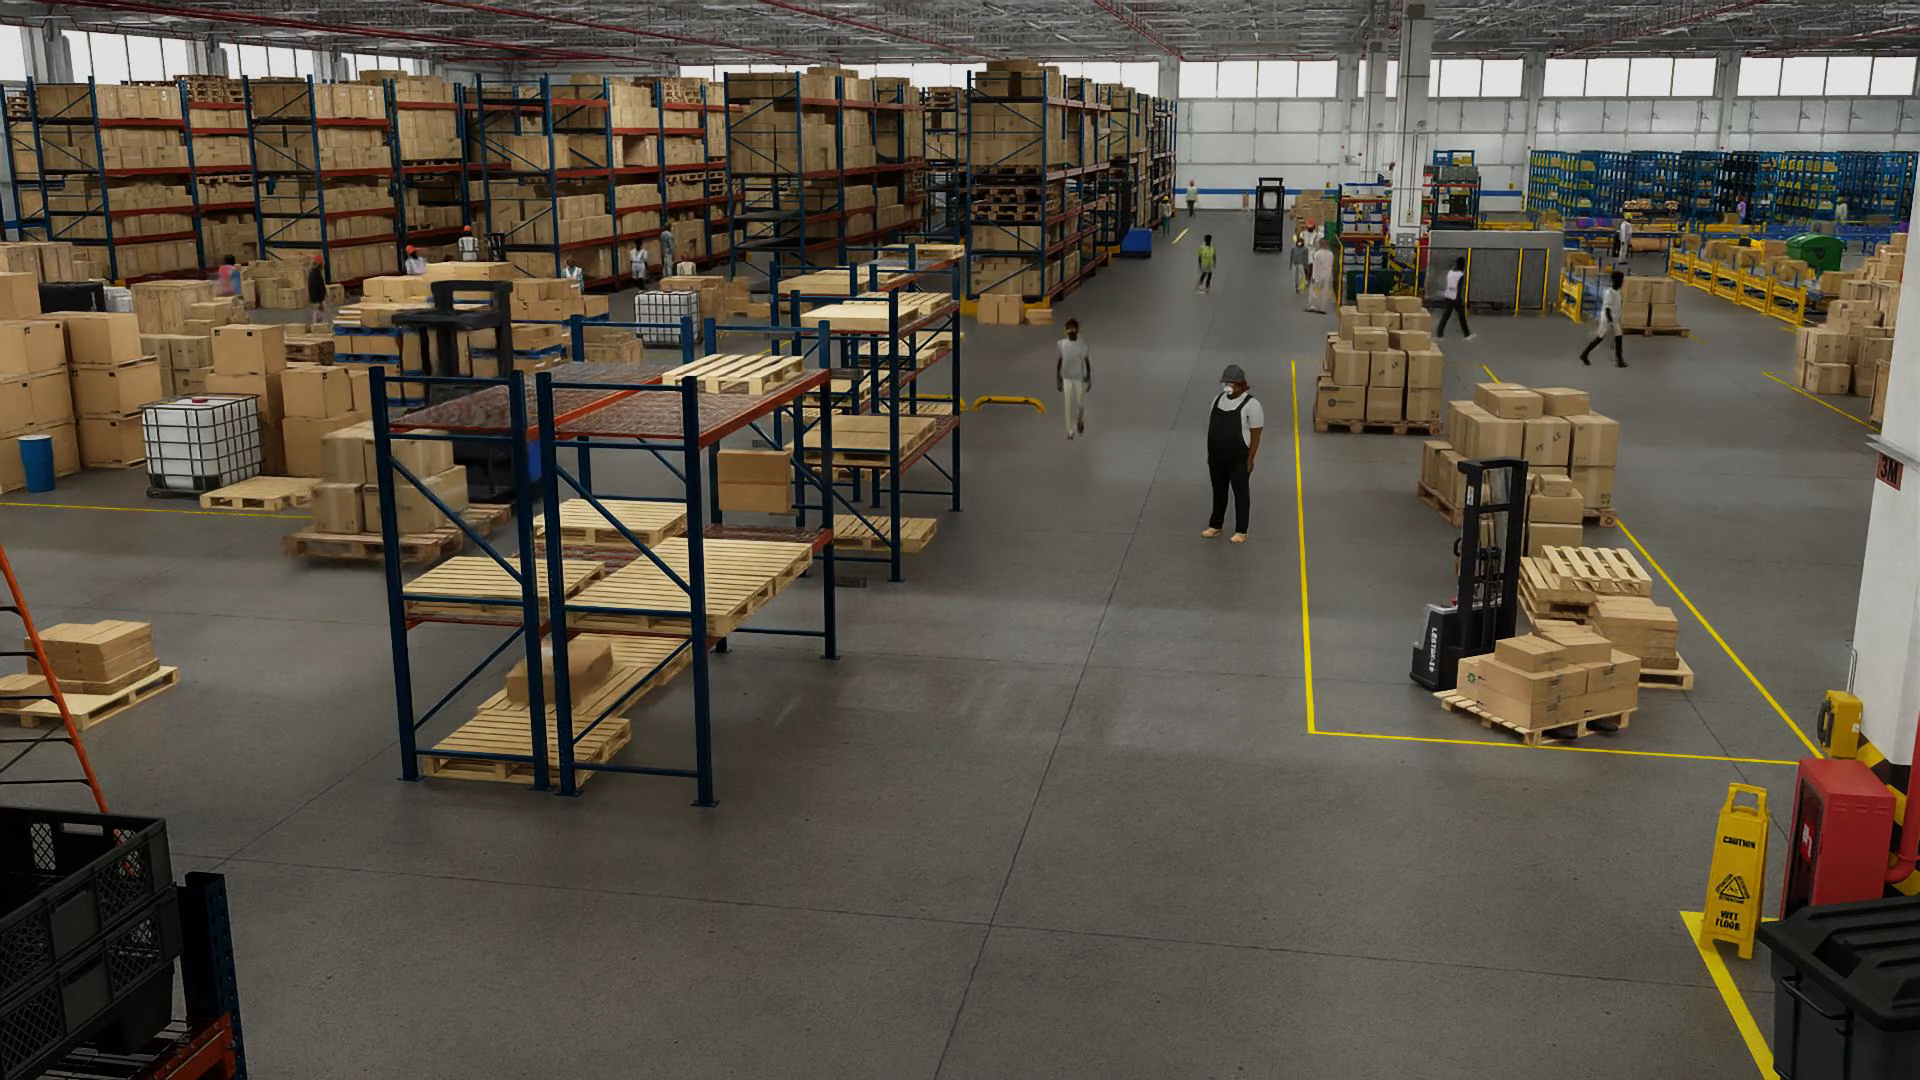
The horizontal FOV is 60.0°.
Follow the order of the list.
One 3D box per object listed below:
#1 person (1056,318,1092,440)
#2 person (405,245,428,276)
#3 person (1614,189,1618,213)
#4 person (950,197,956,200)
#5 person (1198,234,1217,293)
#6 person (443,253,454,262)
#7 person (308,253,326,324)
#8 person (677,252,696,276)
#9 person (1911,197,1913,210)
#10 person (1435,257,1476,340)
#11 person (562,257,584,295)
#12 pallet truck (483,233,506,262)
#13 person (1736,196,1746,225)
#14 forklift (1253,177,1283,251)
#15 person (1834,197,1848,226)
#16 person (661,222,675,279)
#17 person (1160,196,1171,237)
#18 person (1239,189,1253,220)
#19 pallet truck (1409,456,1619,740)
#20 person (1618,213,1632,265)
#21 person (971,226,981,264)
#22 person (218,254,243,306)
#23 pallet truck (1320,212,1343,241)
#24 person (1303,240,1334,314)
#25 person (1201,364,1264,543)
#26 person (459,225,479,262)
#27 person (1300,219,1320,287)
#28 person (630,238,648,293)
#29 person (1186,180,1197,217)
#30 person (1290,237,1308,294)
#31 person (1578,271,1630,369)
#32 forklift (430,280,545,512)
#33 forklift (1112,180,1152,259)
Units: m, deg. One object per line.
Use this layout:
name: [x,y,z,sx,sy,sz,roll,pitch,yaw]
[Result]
person: [1.728,-2.448,25.244,0.560,1.856,0.429,2,14,10]
person: [-13.254,-6.298,40.839,0.656,1.882,0.418,-8,16,-29]
person: [35.346,-18.223,89.554,0.614,1.733,0.574,1,14,5]
person: [-0.315,-19.254,93.436,1.026,1.883,0.657,4,14,17]
person: [7.157,-7.994,48.115,0.540,1.683,0.358,-4,14,-17]
person: [-11.429,-5.433,37.202,0.353,1.936,0.635,-2,14,-9]
person: [-14.040,-5.268,36.417,0.401,1.991,0.615,-9,17,-33]
person: [-6.861,-6.418,41.805,0.522,1.645,0.306,-8,16,-31]
person: [39.898,-13.438,69.605,1.041,1.986,0.633,12,18,40]
person: [11.097,-5.389,37.182,1.000,1.865,0.592,-5,15,-21]
person: [-9.353,-6.019,40.217,0.524,1.631,0.318,-1,14,-3]
pallet truck: [-11.832,-7.026,43.548,1.885,1.965,0.823,8,16,28]
person: [33.895,-14.017,72.235,0.567,1.850,0.389,-12,18,-41]
forklift: [12.083,-12.747,64.956,1.129,2.768,1.873,3,14,10]
person: [38.418,-14.057,72.514,0.669,1.802,0.611,-8,16,-29]
person: [-8.750,-8.571,49.940,0.354,1.937,0.635,-10,17,-35]
person: [9.114,-14.347,73.754,0.326,1.763,0.533,-11,17,-37]
person: [15.002,-17.583,87.236,0.531,1.594,0.884,-11,18,-37]
pallet truck: [4.504,0.400,13.395,0.823,1.965,1.885,-6,15,-23]
person: [23.227,-10.506,58.055,0.403,1.818,0.601,10,17,35]
person: [0.556,-10.551,58.336,0.530,1.768,0.312,12,18,40]
person: [-16.990,-5.743,38.704,0.633,1.822,0.650,7,16,28]
pallet truck: [15.874,-13.227,70.310,0.680,1.201,1.601,10,17,35]
person: [9.226,-6.772,42.780,0.662,1.868,0.808,-7,15,-26]
person: [3.064,-0.985,18.932,0.682,2.000,0.537,13,19,42]
person: [-14.217,-8.148,48.226,0.548,1.938,0.358,-4,14,-15]
person: [10.551,-8.676,50.241,0.612,2.016,0.871,5,15,20]
person: [-8.940,-7.556,46.311,0.538,1.687,0.393,4,14,15]
person: [12.491,-18.409,89.800,0.641,1.974,0.446,-5,15,-21]
person: [9.805,-7.955,48.079,0.512,1.619,0.528,5,15,20]
person: [12.807,-4.363,32.898,0.599,1.932,0.992,-11,18,-38]
forklift: [-5.906,-1.789,20.467,1.129,2.768,1.873,3,14,10]
forklift: [6.082,-11.722,60.796,1.873,2.768,1.129,2,14,9]
